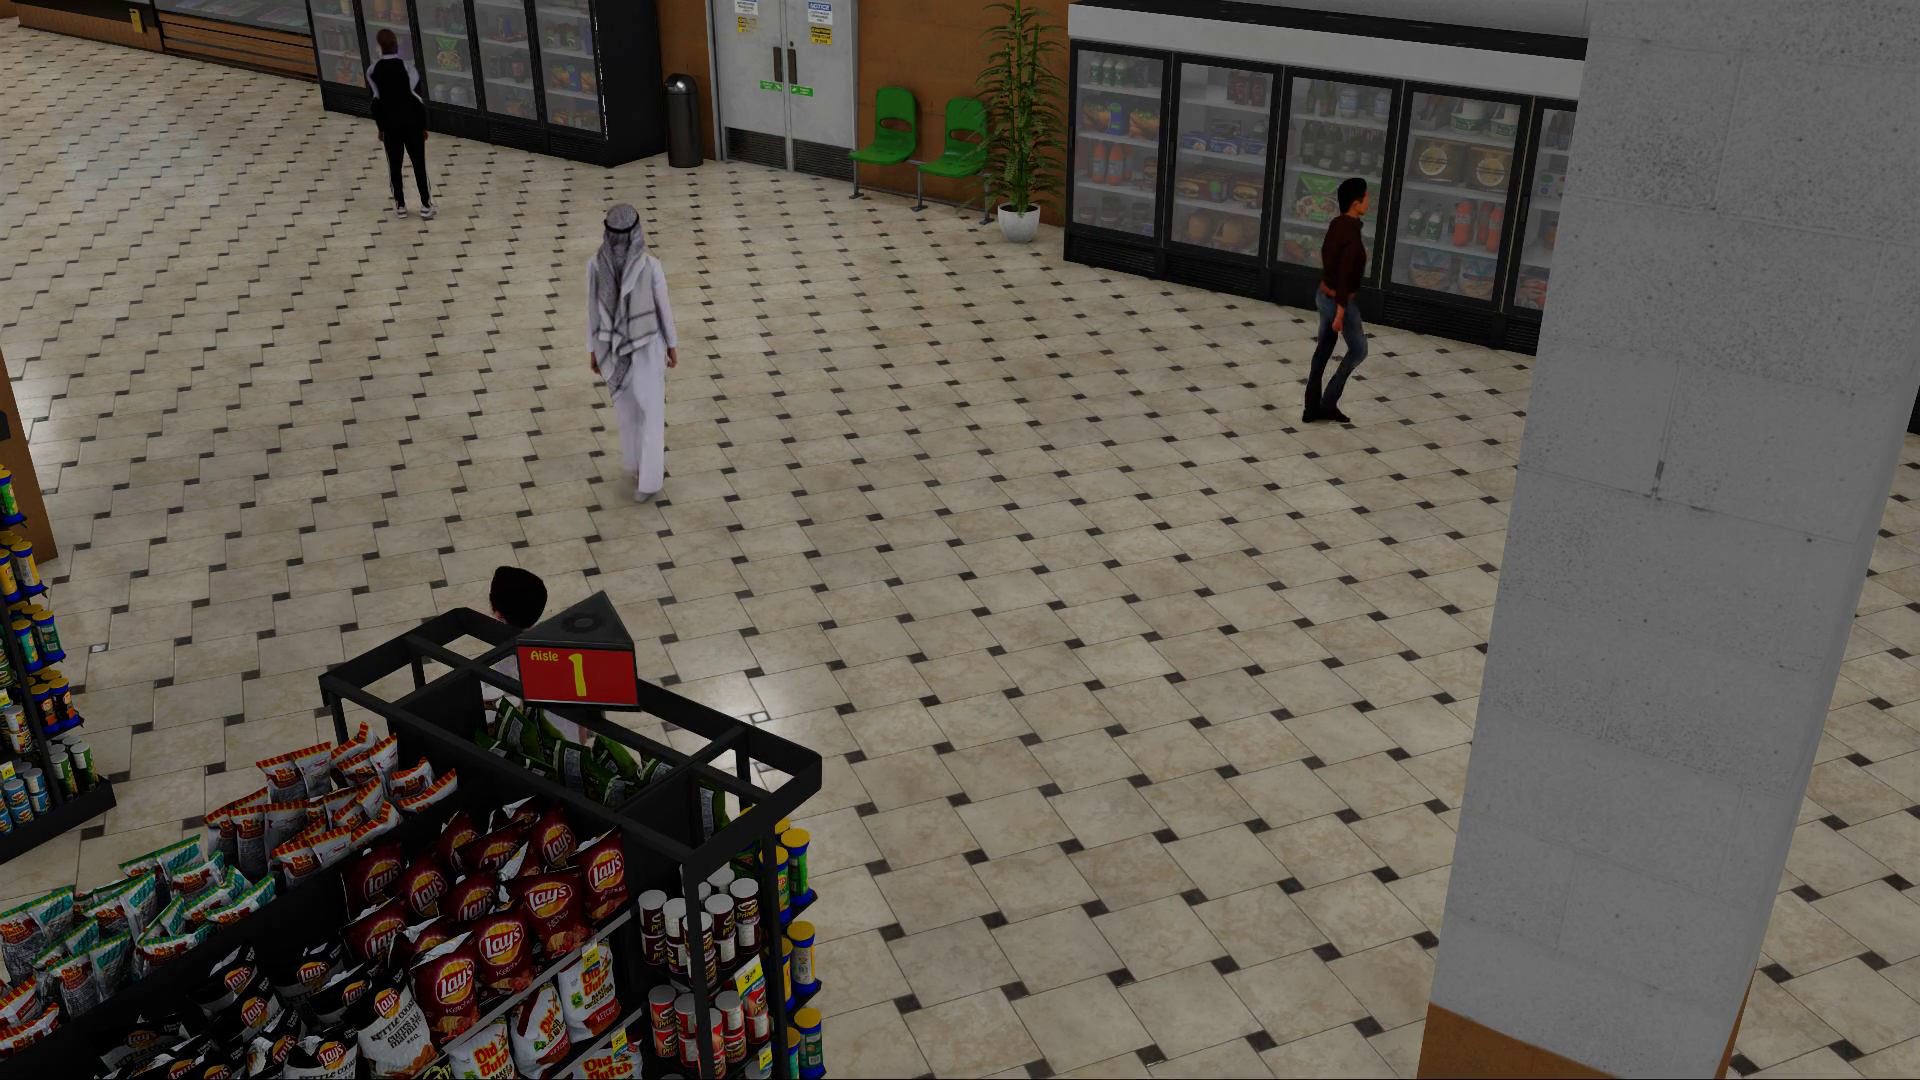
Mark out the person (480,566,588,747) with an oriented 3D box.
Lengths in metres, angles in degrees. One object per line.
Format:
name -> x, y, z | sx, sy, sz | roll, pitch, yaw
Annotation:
person -> -1.511, 0.987, 6.363 | 0.745, 1.821, 1.107 | 17, 32, 30

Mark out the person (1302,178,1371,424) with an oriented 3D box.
person -> 2.550, -1.642, 11.606 | 0.822, 1.767, 0.753 | -3, 27, -6

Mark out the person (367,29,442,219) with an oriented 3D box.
person -> -5.505, -4.091, 16.367 | 0.733, 1.830, 0.768 | -2, 27, -4

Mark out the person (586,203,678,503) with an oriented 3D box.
person -> -2.086, -1.135, 10.451 | 0.903, 1.908, 0.968 | 2, 27, 4
